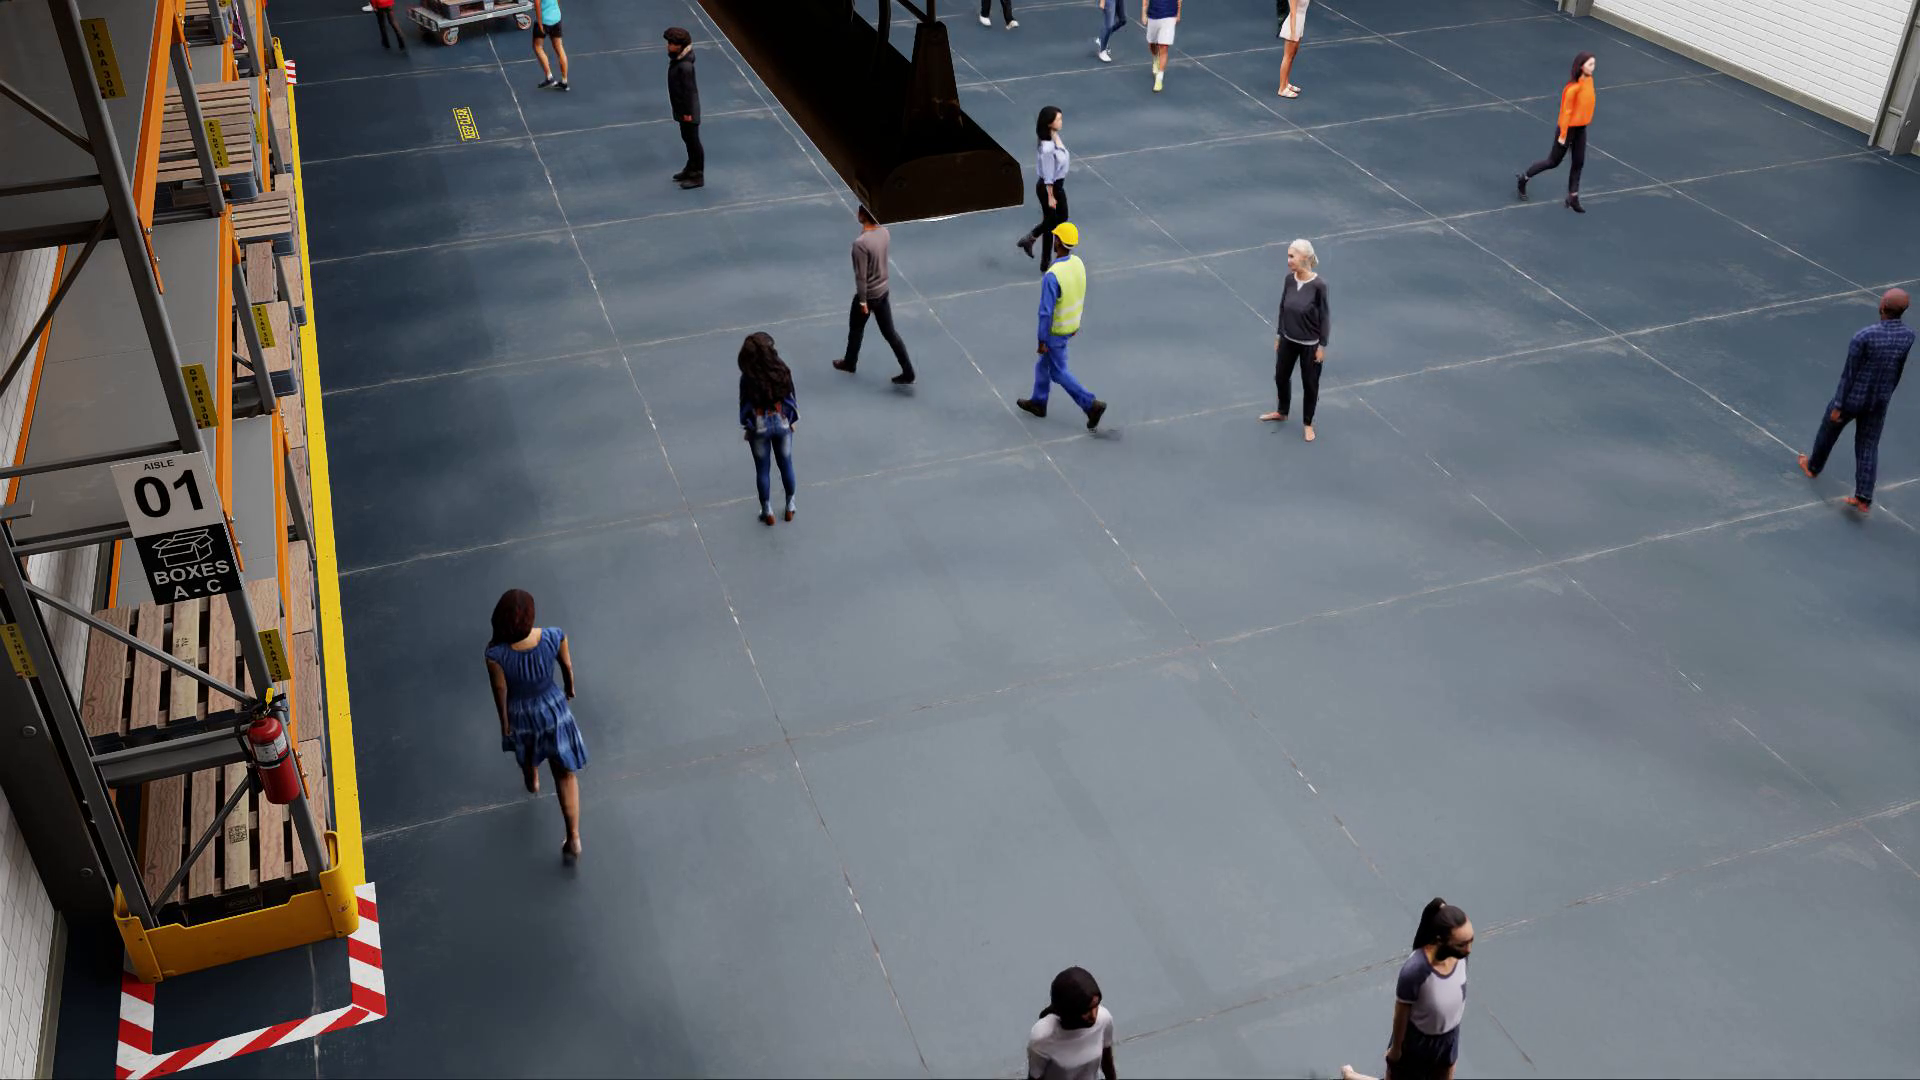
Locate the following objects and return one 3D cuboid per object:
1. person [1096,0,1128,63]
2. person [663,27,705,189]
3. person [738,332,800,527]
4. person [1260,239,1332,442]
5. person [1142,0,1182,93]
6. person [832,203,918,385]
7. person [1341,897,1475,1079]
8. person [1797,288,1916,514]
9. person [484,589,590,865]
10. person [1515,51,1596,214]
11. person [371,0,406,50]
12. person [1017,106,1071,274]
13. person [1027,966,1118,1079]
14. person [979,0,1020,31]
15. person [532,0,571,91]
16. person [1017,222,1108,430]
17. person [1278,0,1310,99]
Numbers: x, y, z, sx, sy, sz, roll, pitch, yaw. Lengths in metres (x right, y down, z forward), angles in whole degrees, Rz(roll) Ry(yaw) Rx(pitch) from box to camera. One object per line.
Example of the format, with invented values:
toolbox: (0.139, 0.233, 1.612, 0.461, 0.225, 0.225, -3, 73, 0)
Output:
person: (2.021, -7.290, 22.296, 0.811, 1.707, 0.764, 26, 42, 33)
person: (-3.044, -4.831, 18.537, 0.697, 1.774, 0.523, -15, 36, -21)
person: (-1.452, -0.856, 12.692, 0.612, 1.623, 0.559, -9, 35, -13)
person: (2.892, -1.671, 13.841, 0.645, 1.710, 0.826, 20, 38, 27)
person: (2.605, -6.770, 21.420, 1.050, 1.813, 1.231, 8, 34, 11)
person: (-0.686, -2.119, 14.501, 1.074, 1.724, 1.245, -29, 43, -36)
person: (2.139, 2.329, 7.892, 0.689, 1.635, 0.910, -18, 38, -25)
person: (7.034, -1.049, 12.845, 0.914, 1.777, 1.241, -2, 34, -2)
person: (-2.400, 1.114, 9.616, 0.693, 1.749, 1.157, -15, 36, -21)
person: (6.514, -4.425, 17.972, 0.911, 1.722, 1.178, -27, 42, -34)
person: (-7.856, -7.331, 22.757, 0.630, 1.265, 0.871, -23, 40, -31)
person: (0.812, -3.454, 16.503, 0.899, 1.733, 0.842, 9, 35, 13)
person: (0.431, 2.527, 7.519, 0.679, 1.718, 0.687, -20, 38, -27)
person: (0.466, -8.105, 23.576, 0.743, 1.649, 1.087, -16, 37, -23)
person: (-5.179, -6.609, 21.224, 0.803, 1.760, 0.754, 20, 39, 28)
person: (0.900, -1.743, 13.890, 1.234, 1.774, 1.101, 19, 38, 26)
person: (4.245, -6.522, 21.150, 0.728, 1.697, 0.662, 13, 36, 18)
